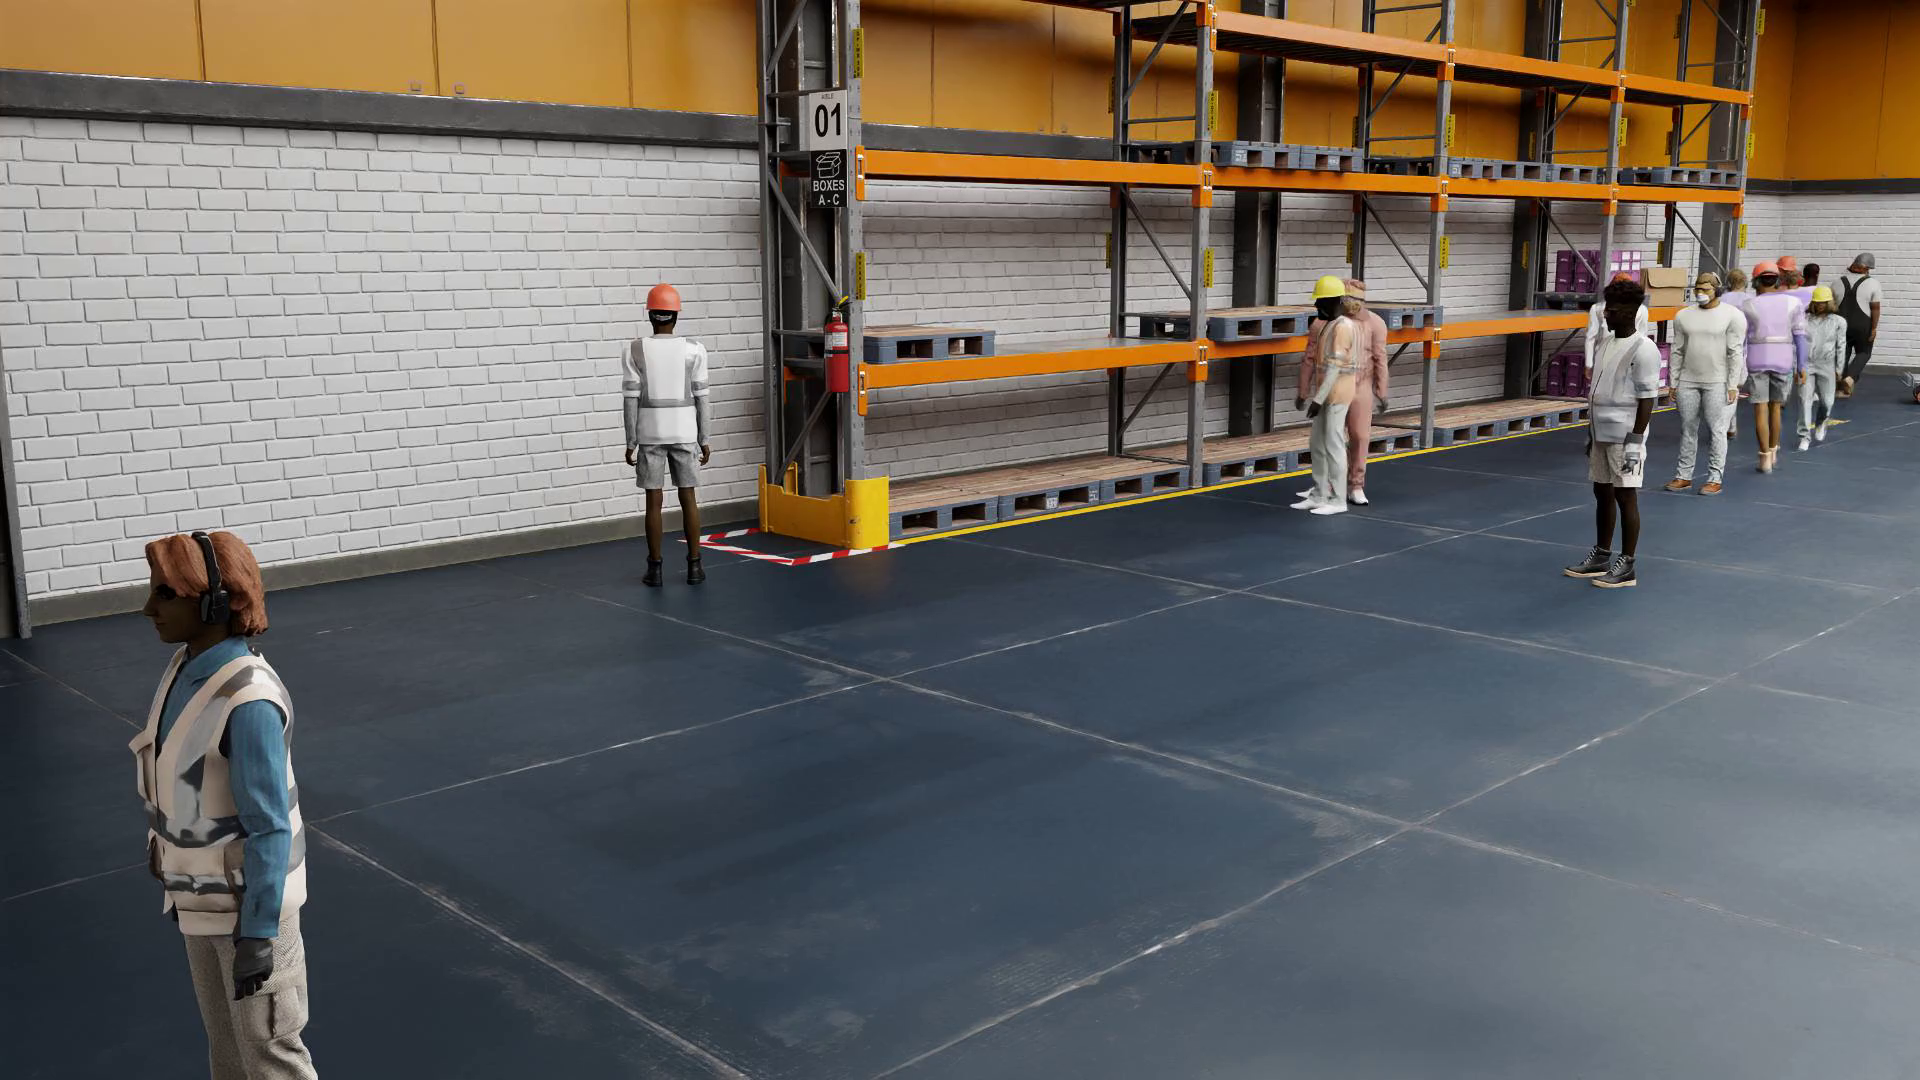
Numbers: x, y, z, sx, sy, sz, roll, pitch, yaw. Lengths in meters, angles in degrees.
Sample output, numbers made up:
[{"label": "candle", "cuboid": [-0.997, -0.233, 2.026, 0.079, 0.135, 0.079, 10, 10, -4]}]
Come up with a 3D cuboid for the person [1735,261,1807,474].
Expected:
[{"label": "person", "cuboid": [7.700, -1.651, 15.905, 0.664, 1.985, 0.879, 2, 11, 10]}]

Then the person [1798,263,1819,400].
[{"label": "person", "cuboid": [11.311, -2.789, 22.410, 0.968, 1.879, 0.608, -6, 12, -29]}]

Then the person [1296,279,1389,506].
[{"label": "person", "cuboid": [3.191, -1.234, 13.955, 0.758, 1.884, 0.463, 6, 12, 31]}]

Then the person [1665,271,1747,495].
[{"label": "person", "cuboid": [6.463, -1.359, 14.457, 0.356, 1.933, 0.629, -9, 14, -42]}]

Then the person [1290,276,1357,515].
[{"label": "person", "cuboid": [2.950, -1.153, 13.355, 0.433, 1.919, 0.602, 0, 10, -2]}]

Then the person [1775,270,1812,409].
[{"label": "person", "cuboid": [10.775, -2.612, 21.652, 0.569, 1.805, 0.911, 10, 14, 43]}]

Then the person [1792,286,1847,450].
[{"label": "person", "cuboid": [9.024, -1.813, 17.496, 0.501, 1.722, 0.584, 5, 12, 27]}]

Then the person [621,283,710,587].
[{"label": "person", "cuboid": [-1.880, -0.667, 10.661, 0.551, 1.935, 0.371, -3, 11, -14]}]

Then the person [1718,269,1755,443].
[{"label": "person", "cuboid": [8.366, -1.977, 17.998, 0.655, 1.876, 1.004, 6, 12, 31]}]

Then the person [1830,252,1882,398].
[{"label": "person", "cuboid": [12.310, -2.966, 22.917, 0.581, 2.000, 0.699, -9, 14, -40]}]

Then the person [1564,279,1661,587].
[{"label": "person", "cuboid": [4.206, -0.683, 10.669, 0.367, 1.966, 0.605, -2, 11, -10]}]

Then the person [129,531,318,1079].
[{"label": "person", "cuboid": [-1.556, 0.785, 3.557, 0.307, 1.641, 0.513, -9, 14, -42]}]

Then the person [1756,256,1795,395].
[{"label": "person", "cuboid": [11.474, -3.007, 23.388, 0.651, 1.964, 0.455, 5, 12, 27]}]

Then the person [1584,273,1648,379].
[{"label": "person", "cuboid": [6.649, -1.772, 16.927, 0.574, 1.845, 0.930, 5, 12, 27]}]
